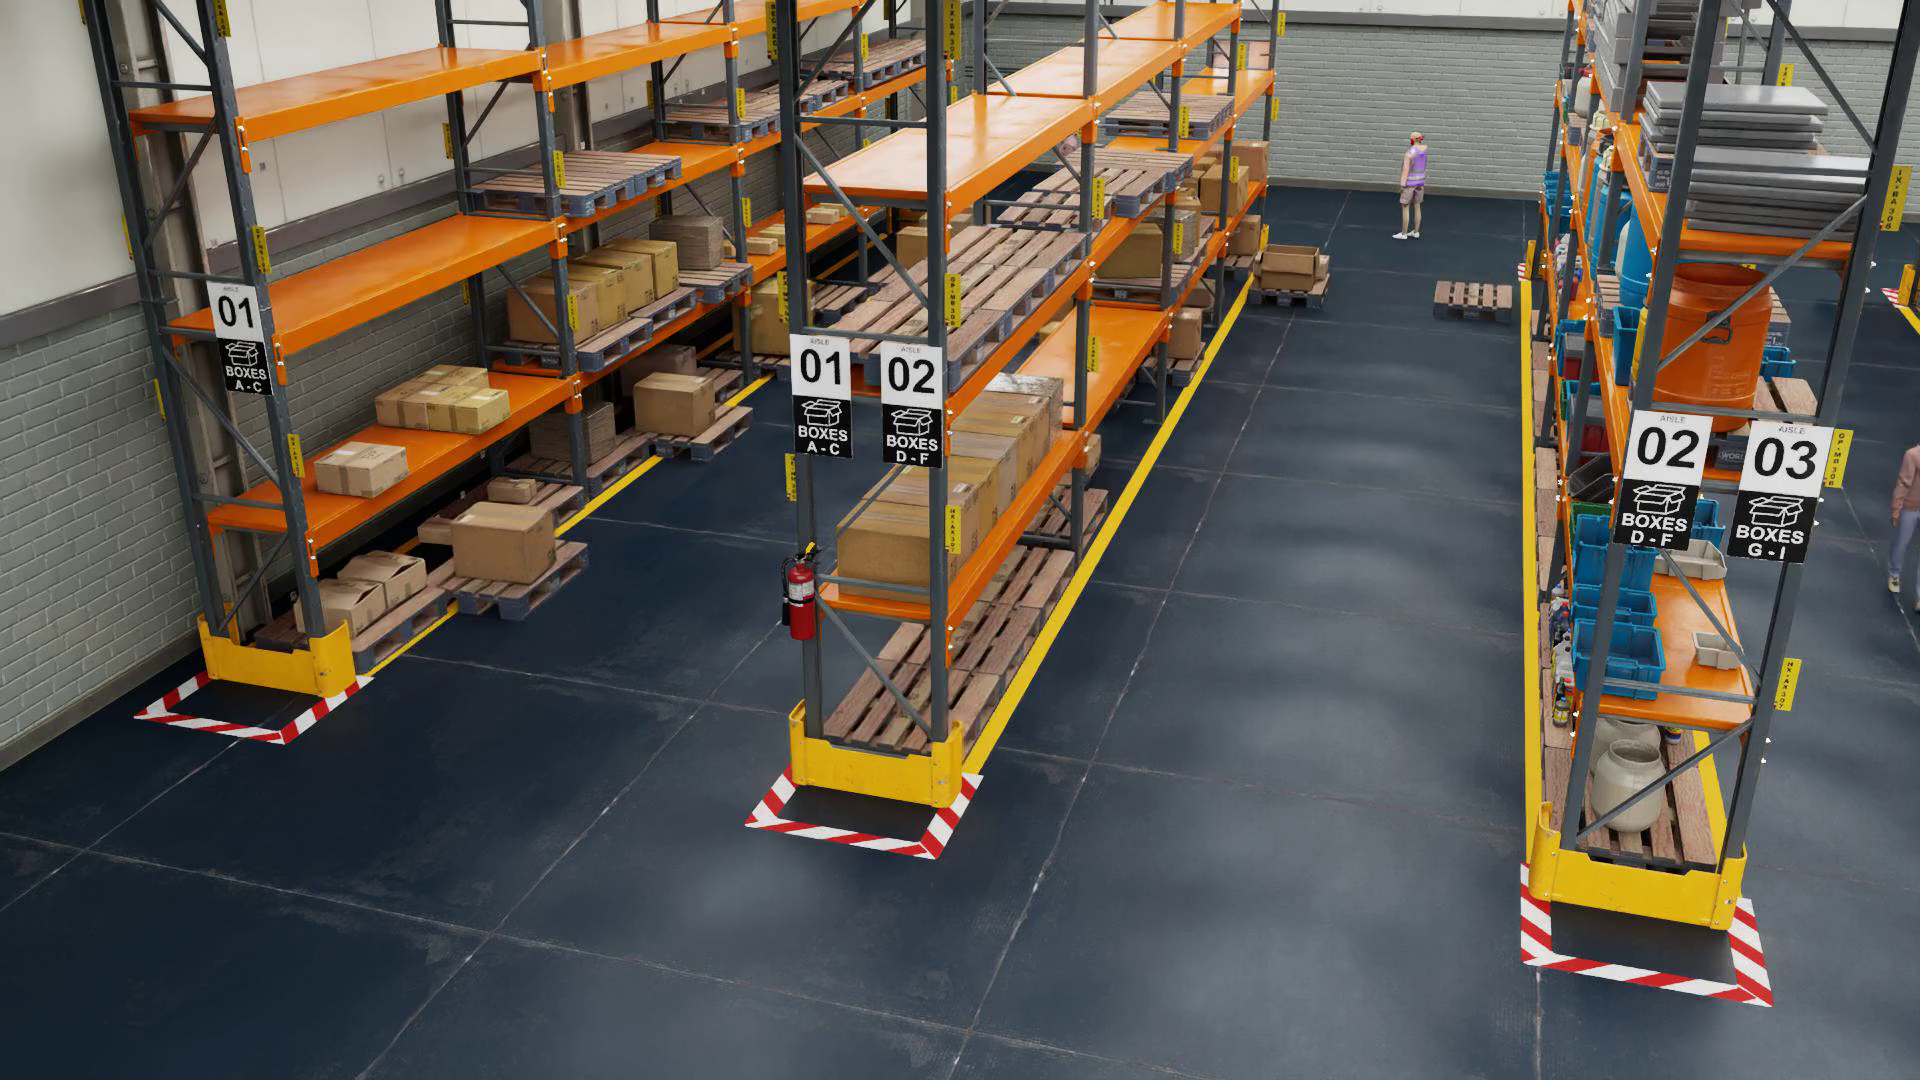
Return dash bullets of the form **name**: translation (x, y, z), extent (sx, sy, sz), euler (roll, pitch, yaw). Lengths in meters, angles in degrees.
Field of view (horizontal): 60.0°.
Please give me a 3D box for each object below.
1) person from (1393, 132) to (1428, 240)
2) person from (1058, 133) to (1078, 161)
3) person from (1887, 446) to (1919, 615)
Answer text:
- **person**: translation (7.182, -5.620, 26.416), extent (0.492, 1.688, 0.348), euler (-14, 27, -29)
- **person**: translation (1.748, -5.908, 26.936), extent (0.331, 1.803, 0.517), euler (3, 23, 6)
- **person**: translation (8.074, -0.247, 13.911), extent (0.539, 1.709, 0.920), euler (6, 24, 13)
